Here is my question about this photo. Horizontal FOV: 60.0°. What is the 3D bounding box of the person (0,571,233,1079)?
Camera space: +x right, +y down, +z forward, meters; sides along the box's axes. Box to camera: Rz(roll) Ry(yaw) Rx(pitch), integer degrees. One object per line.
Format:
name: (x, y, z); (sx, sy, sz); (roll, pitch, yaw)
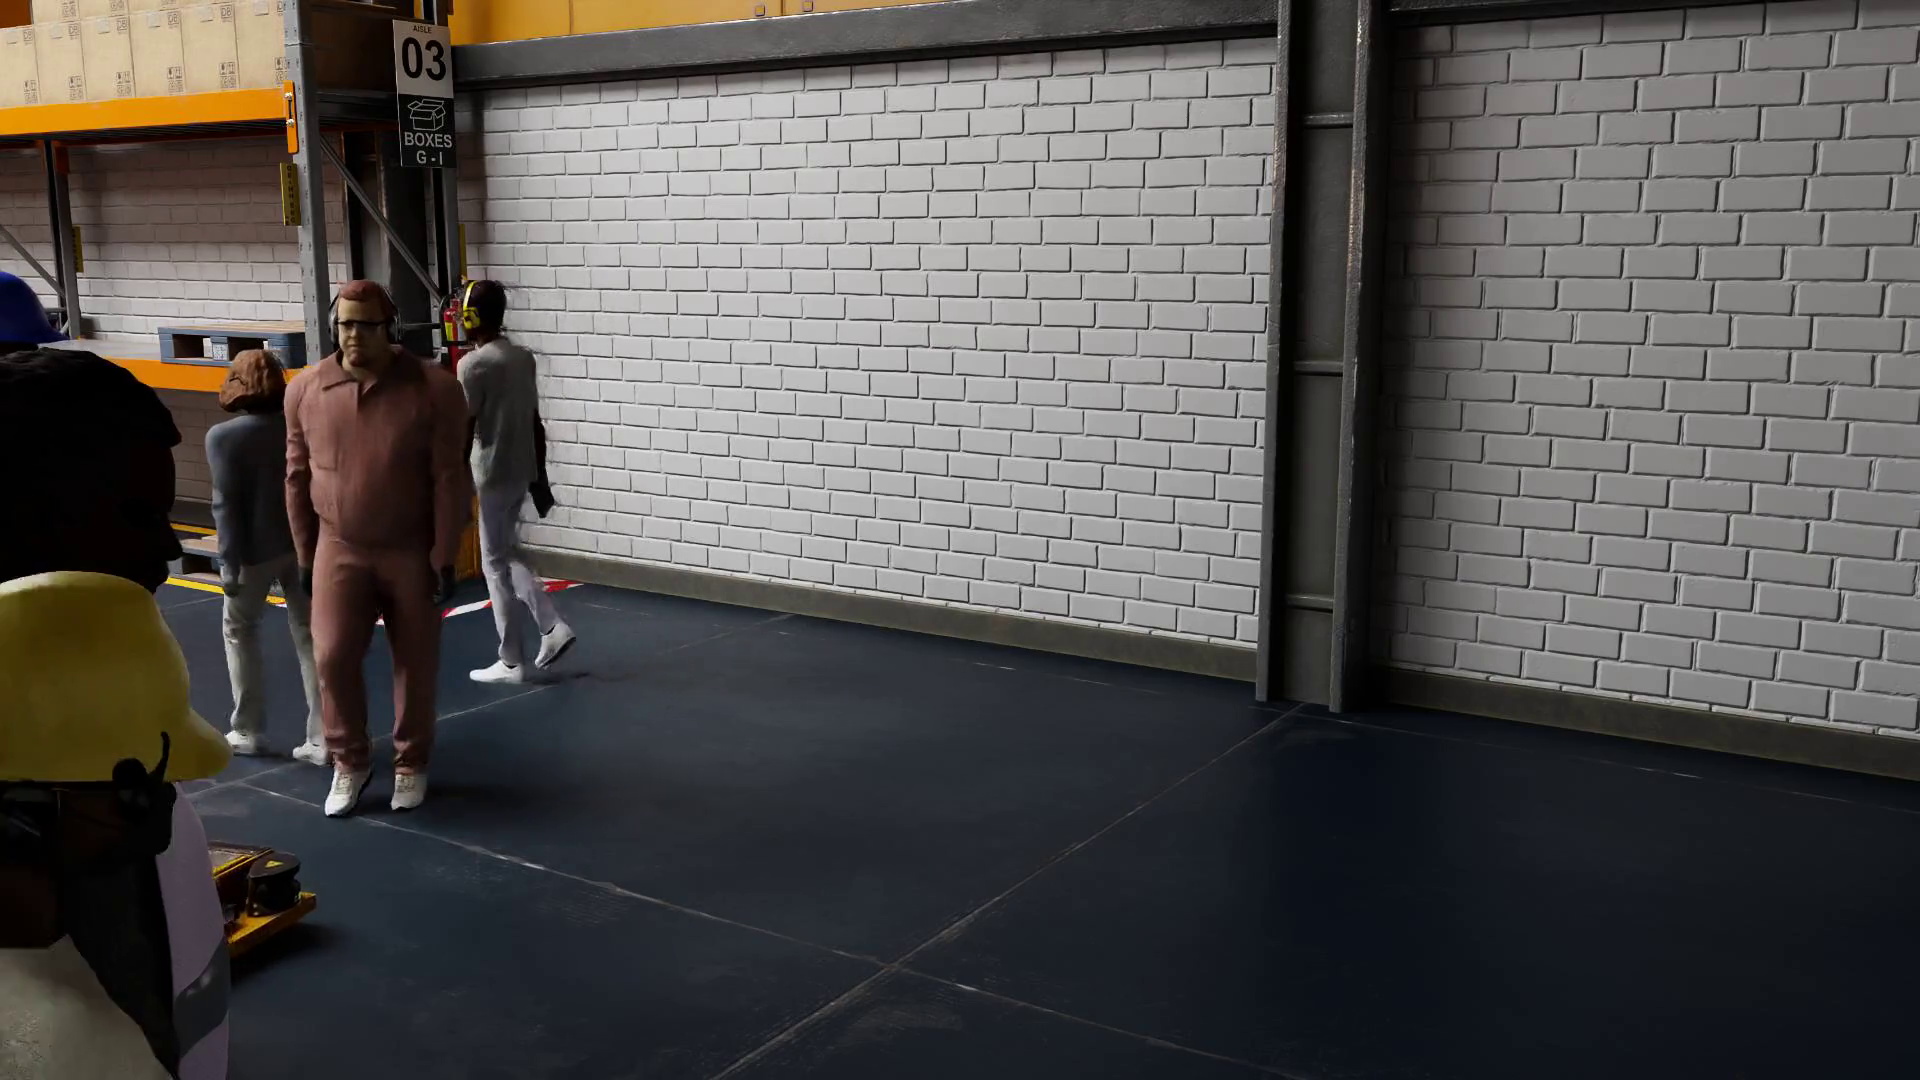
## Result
person: (-0.829, 0.878, 1.615); (0.671, 1.733, 0.527); (-10, 14, -43)

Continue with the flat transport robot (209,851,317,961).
flat transport robot: (-2.680, 1.034, 4.806); (1.431, 0.197, 0.652); (3, 11, 16)

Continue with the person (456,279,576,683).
person: (-2.079, -0.246, 7.525); (0.417, 1.849, 0.516); (3, 11, 16)

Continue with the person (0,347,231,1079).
person: (-0.962, 0.755, 1.804); (0.391, 1.913, 0.588); (-10, 14, -43)

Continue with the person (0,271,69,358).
person: (-2.381, 0.307, 4.184); (0.395, 1.949, 0.602); (-1, 10, -6)

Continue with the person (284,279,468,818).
person: (-2.027, 0.047, 5.799); (0.639, 1.887, 0.547); (-2, 10, -9)

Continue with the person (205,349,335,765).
person: (-2.691, 0.066, 6.464); (0.695, 1.594, 0.516); (7, 13, 35)
